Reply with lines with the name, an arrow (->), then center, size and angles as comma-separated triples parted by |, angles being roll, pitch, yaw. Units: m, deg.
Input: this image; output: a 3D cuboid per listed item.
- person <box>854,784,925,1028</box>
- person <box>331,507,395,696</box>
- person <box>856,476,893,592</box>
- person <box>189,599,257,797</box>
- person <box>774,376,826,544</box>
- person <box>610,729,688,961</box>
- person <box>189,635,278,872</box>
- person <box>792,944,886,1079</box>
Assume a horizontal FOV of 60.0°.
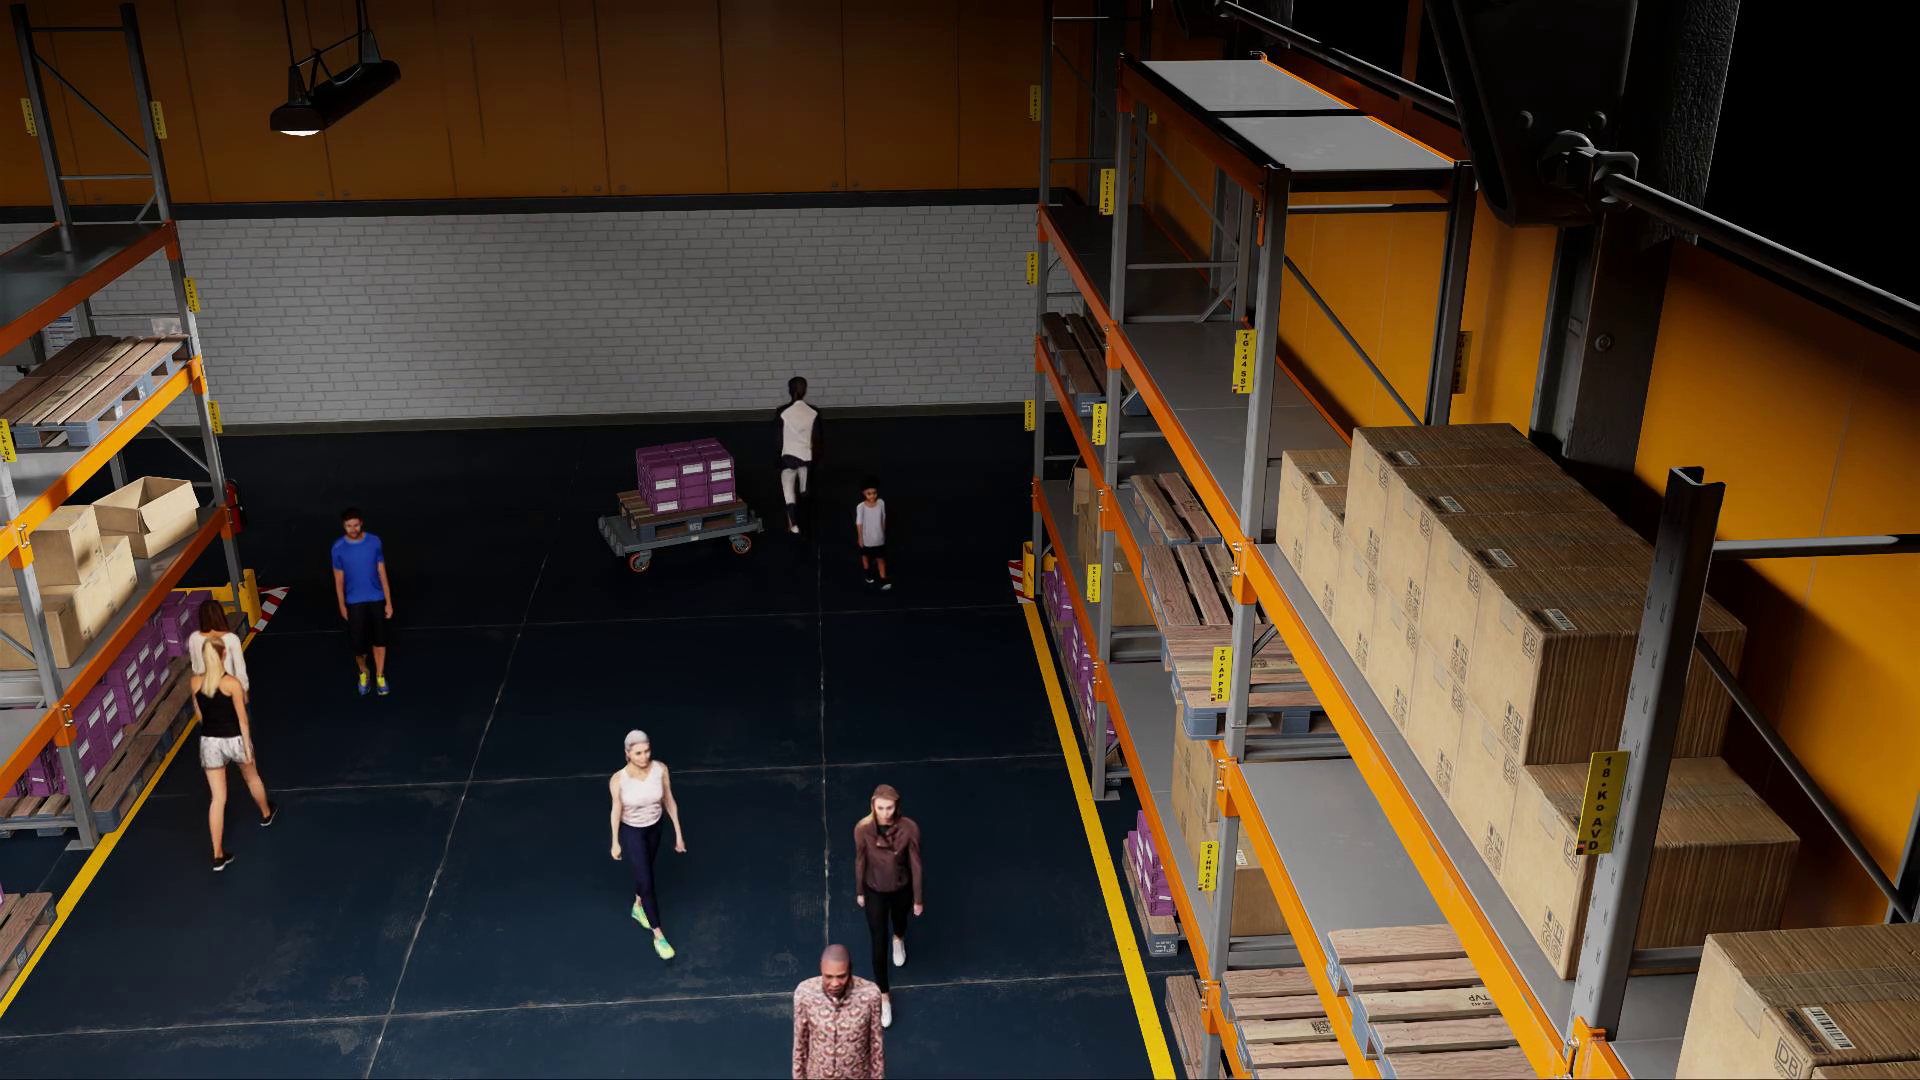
person -> -0.469, 2.351, 11.309 | 0.637, 1.661, 1.131 | -1, 24, -2
person -> -5.454, 0.524, 15.246 | 0.705, 1.854, 0.733 | -12, 26, -25
person -> -0.947, -0.100, 17.456 | 0.604, 1.227, 0.890 | -7, 25, -16
person -> -6.119, 1.305, 13.708 | 0.610, 1.655, 1.006 | -2, 24, -5
person -> -1.778, -0.849, 18.360 | 0.739, 1.877, 0.667 | -4, 24, -8
person -> -2.313, 2.073, 11.927 | 0.952, 1.676, 1.103 | -17, 29, -33
person -> -5.684, 1.635, 12.781 | 0.582, 1.793, 1.186 | 0, 24, -1
person -> -0.685, 3.050, 9.534 | 0.694, 1.802, 0.591 | 0, 24, -1
